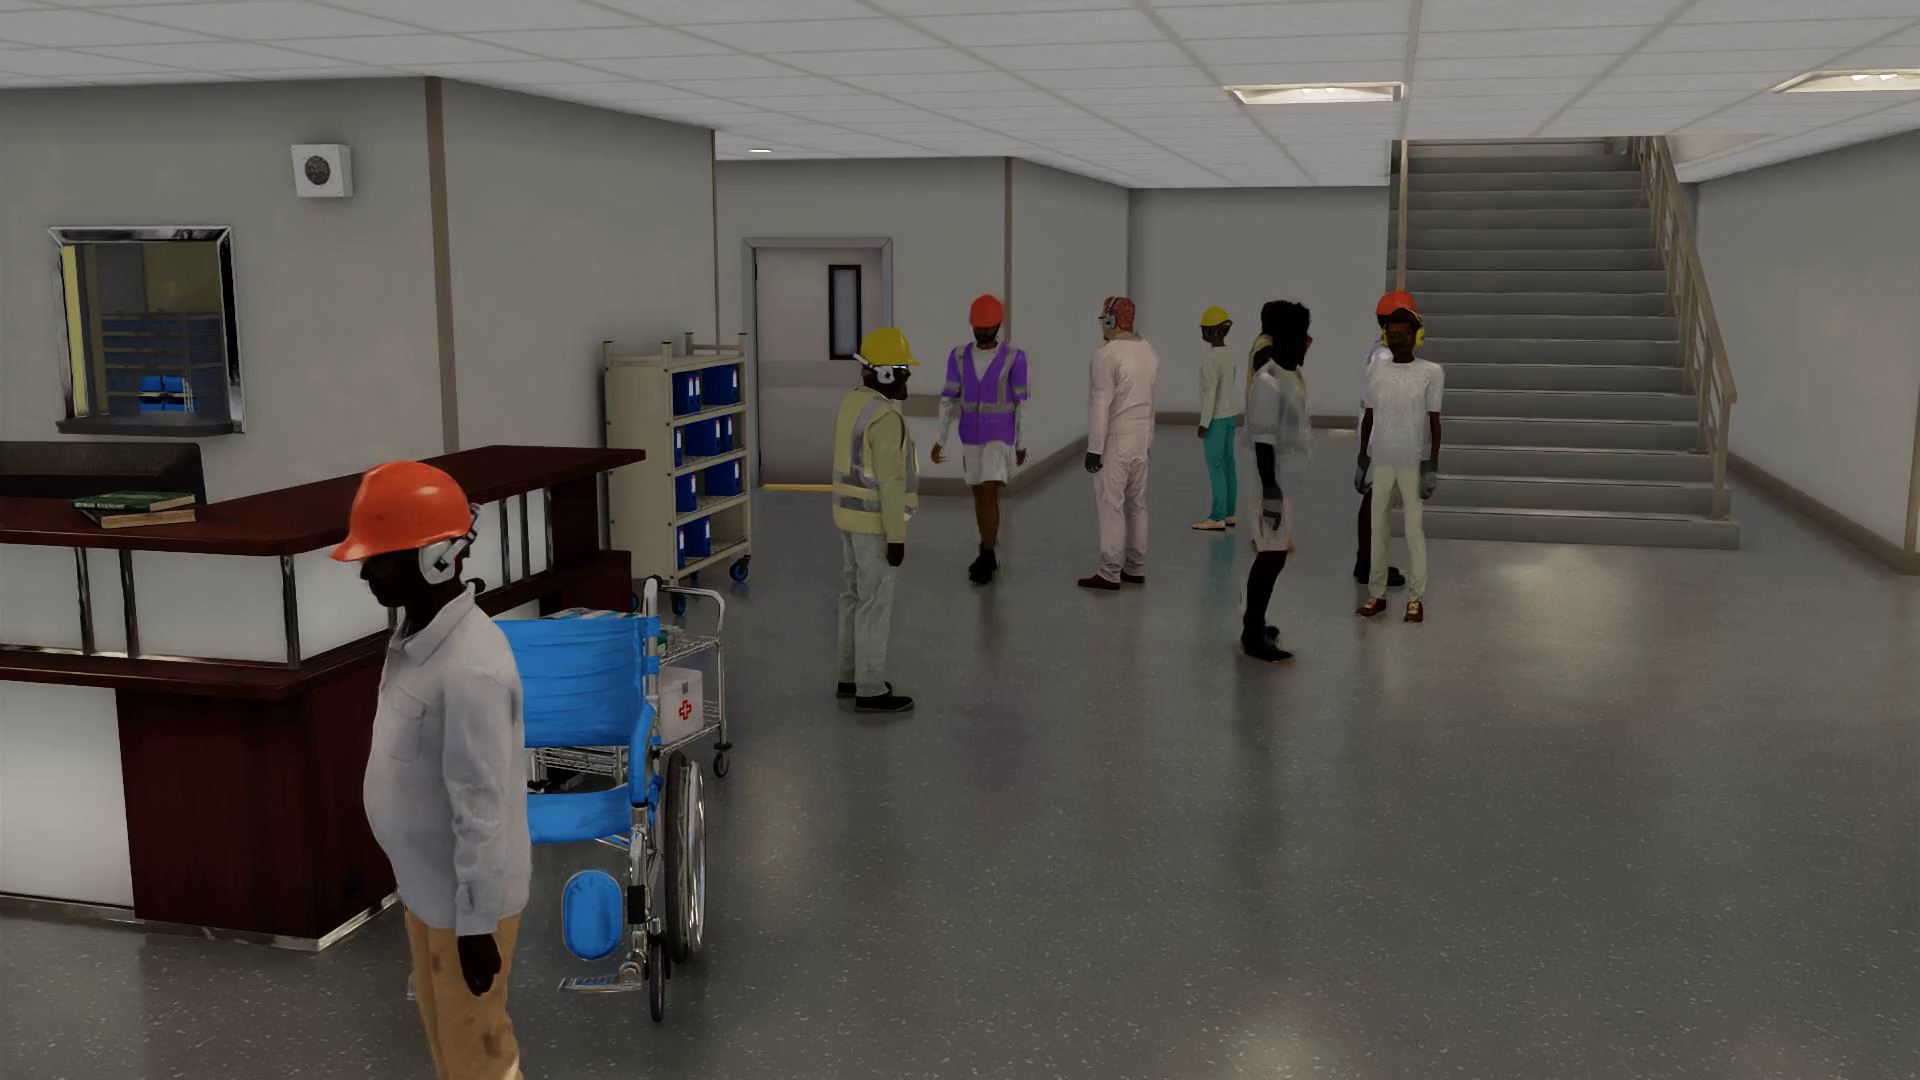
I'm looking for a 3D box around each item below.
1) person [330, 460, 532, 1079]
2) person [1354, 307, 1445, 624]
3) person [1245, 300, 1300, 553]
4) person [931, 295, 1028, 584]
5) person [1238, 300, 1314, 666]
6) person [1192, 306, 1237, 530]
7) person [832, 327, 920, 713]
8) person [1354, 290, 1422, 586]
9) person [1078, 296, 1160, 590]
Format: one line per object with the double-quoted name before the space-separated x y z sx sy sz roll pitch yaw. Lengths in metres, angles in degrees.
"person" -1.088 0.697 3.474 0.360 1.742 0.566 -5 11 -29
"person" 2.585 -0.440 9.843 0.513 1.860 0.312 7 12 36
"person" 2.307 -0.837 12.230 0.429 1.843 0.629 2 10 9
"person" 0.120 -0.671 11.057 0.602 1.893 0.822 4 11 24
"person" 1.668 -0.303 8.843 0.419 1.928 0.772 3 10 18
"person" 2.014 -0.960 13.169 0.329 1.767 0.528 6 11 32
"person" -0.393 -0.094 7.923 0.411 1.825 0.598 -4 10 -21
"person" 2.816 -0.672 10.979 0.375 1.934 0.548 2 10 11
"person" 1.027 -0.631 10.859 0.399 1.900 0.648 8 12 38
